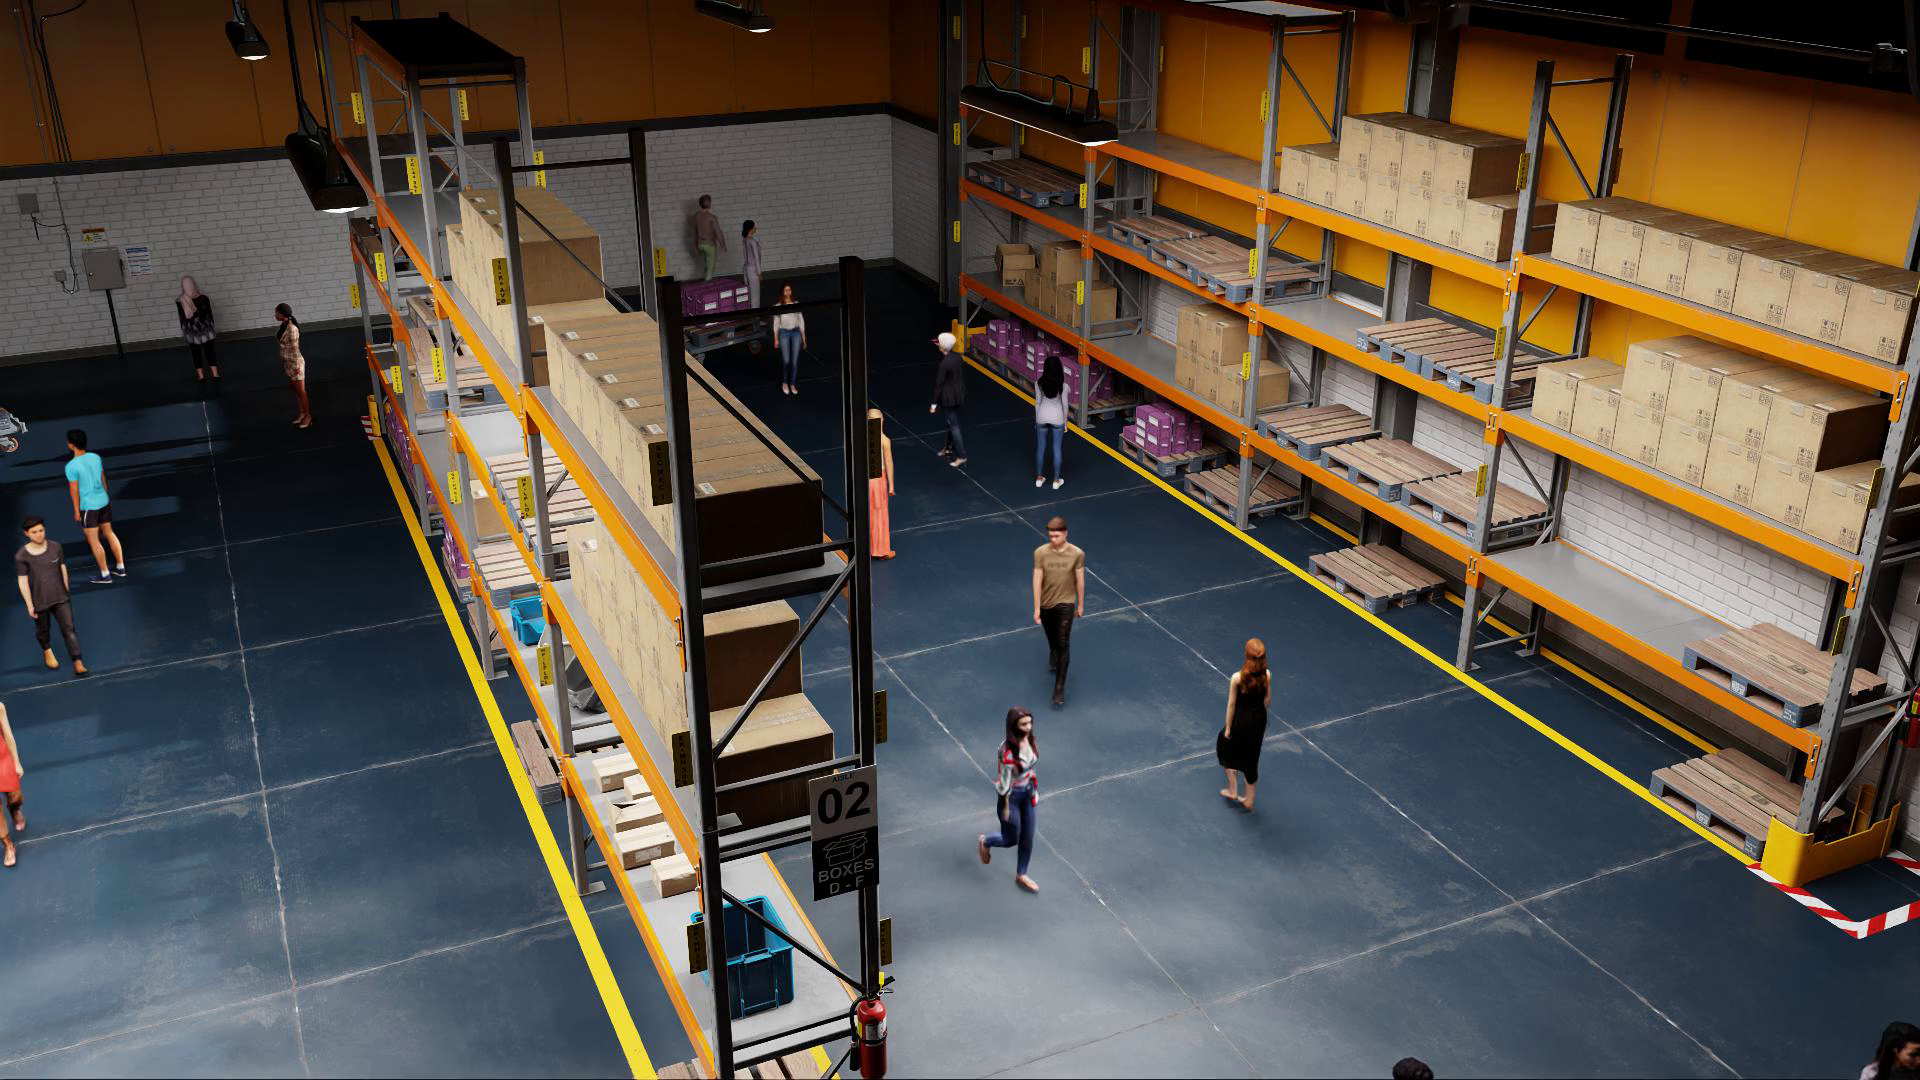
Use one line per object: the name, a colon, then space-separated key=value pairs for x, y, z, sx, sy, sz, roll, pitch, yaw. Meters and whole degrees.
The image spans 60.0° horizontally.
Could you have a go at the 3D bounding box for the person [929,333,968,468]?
person: x=0.003 y=-1.734 z=20.616 sx=0.983 sy=1.775 sz=0.987 roll=16 pitch=28 yaw=32

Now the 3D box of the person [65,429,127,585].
person: x=-9.648 y=-0.376 z=18.554 sx=0.755 sy=1.767 sz=0.686 roll=7 pitch=25 yaw=16

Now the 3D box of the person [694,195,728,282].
person: x=-4.484 y=-5.109 z=29.273 sx=0.931 sy=1.855 sz=0.958 roll=16 pitch=28 yaw=32

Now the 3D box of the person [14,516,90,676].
person: x=-9.126 y=0.546 z=16.564 sx=0.863 sy=1.672 sz=1.148 roll=-21 pitch=31 yaw=-39

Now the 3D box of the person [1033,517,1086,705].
person: x=0.946 y=0.597 z=16.285 sx=1.123 sy=1.803 sz=1.361 roll=2 pitch=24 yaw=6

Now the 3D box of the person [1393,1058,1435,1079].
person: x=2.656 y=3.639 z=10.021 sx=0.619 sy=1.245 sz=0.566 roll=10 pitch=25 yaw=21

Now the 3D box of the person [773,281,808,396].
person: x=-2.560 y=-3.022 z=24.673 sx=0.598 sy=1.715 sz=0.601 roll=-10 pitch=26 yaw=-22

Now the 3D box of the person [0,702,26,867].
person: x=-7.930 y=1.814 z=13.621 sx=0.627 sy=1.706 sz=0.863 roll=-13 pitch=27 yaw=-27

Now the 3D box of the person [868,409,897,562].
person: x=-0.980 y=-0.643 z=19.123 sx=0.656 sy=1.801 sz=0.772 roll=20 pitch=30 yaw=38

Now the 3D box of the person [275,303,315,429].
person: x=-9.312 y=-2.444 z=23.254 sx=0.687 sy=1.793 sz=0.544 roll=-17 pitch=29 yaw=-34

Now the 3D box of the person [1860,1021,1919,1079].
person: x=5.298 y=3.494 z=9.793 sx=0.788 sy=1.694 sz=1.149 roll=-6 pitch=24 yaw=-13

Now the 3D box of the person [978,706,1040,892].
person: x=0.390 y=2.032 z=13.255 sx=0.920 sy=1.600 sz=0.769 roll=21 pitch=31 yaw=39

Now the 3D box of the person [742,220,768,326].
person: x=-3.509 y=-4.501 z=27.984 sx=0.675 sy=1.773 sz=0.510 roll=-14 pitch=27 yaw=-30

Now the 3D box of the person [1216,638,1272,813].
person: x=2.481 y=1.621 z=14.184 sx=0.614 sy=1.609 sz=0.626 roll=-8 pitch=25 yaw=-17

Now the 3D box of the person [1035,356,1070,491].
person: x=1.145 y=-1.500 z=21.166 sx=0.676 sy=1.734 sz=0.714 roll=5 pitch=24 yaw=12

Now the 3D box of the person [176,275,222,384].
person: x=-11.538 y=-3.198 z=25.176 sx=0.613 sy=1.635 sz=0.593 roll=-10 pitch=26 yaw=-22
